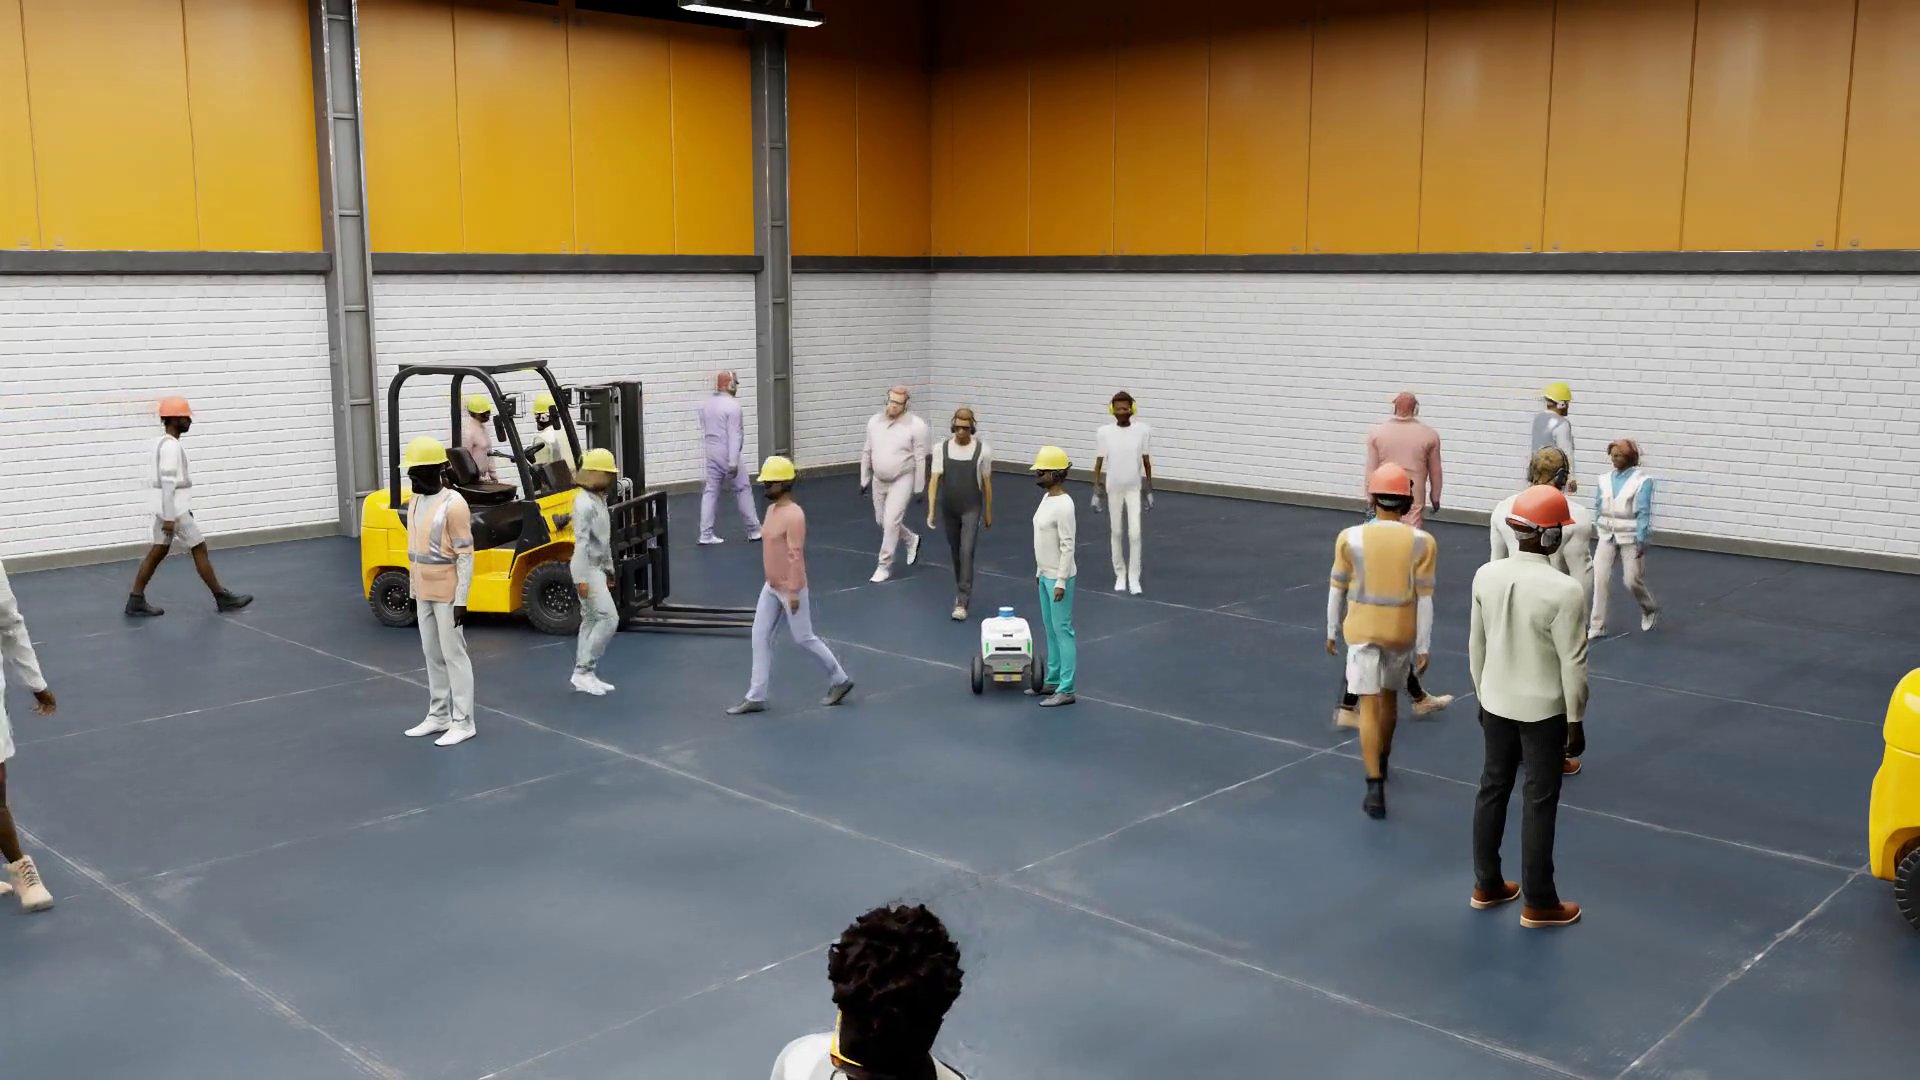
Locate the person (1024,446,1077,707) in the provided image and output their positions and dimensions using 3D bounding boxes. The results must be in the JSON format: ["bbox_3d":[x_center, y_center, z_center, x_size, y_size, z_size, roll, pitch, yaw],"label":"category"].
[{"bbox_3d":[0.624,0.242,11.267,0.315,1.770,0.524,-2,10,-14],"label":"person"}]

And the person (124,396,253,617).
[{"bbox_3d":[-6.660,-0.283,14.142,1.012,1.883,0.575,-6,11,-31],"label":"person"}]

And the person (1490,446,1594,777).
[{"bbox_3d":[3.381,0.416,9.686,0.373,1.936,0.629,-8,12,-40],"label":"person"}]

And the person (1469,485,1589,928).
[{"bbox_3d":[2.565,0.742,7.503,0.376,1.995,0.612,-6,11,-32],"label":"person"}]

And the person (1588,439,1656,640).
[{"bbox_3d":[5.303,-0.010,13.269,0.671,1.616,0.522,-7,11,-36],"label":"person"}]

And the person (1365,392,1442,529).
[{"bbox_3d":[3.992,-0.404,14.990,0.662,1.859,1.004,3,10,19],"label":"person"}]

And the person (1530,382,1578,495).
[{"bbox_3d":[5.978,-0.679,16.758,0.420,1.818,0.602,-1,9,-5],"label":"person"}]

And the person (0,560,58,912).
[{"bbox_3d":[-4.453,0.720,7.614,0.567,2.002,0.659,1,9,9],"label":"person"}]

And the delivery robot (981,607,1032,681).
[{"bbox_3d":[0.327,0.719,11.758,0.477,0.478,0.707,0,9,-1],"label":"delivery robot"}]

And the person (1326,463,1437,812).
[{"bbox_3d":[2.334,0.514,9.246,0.559,1.883,0.990,1,9,7],"label":"person"}]

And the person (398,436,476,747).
[{"bbox_3d":[-3.257,0.315,10.329,0.595,1.925,0.375,8,12,41],"label":"person"}]

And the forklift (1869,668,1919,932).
[{"bbox_3d":[5.205,0.723,7.013,2.313,2.155,1.214,9,13,43],"label":"forklift"}]

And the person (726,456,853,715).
[{"bbox_3d":[-1.122,0.291,11.072,0.852,1.731,0.530,-5,11,-30],"label":"person"}]

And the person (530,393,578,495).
[{"bbox_3d":[-3.720,-0.432,15.214,0.404,1.826,0.594,3,10,20],"label":"person"}]

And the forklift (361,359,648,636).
[{"bbox_3d":[-3.850,-0.407,13.936,2.313,2.155,1.214,2,9,11],"label":"forklift"}]

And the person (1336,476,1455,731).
[{"bbox_3d":[2.805,0.401,10.629,0.876,1.651,0.541,-1,9,-7],"label":"person"}]

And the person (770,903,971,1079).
[{"bbox_3d":[-0.181,1.537,2.854,0.651,1.924,0.661,6,11,33],"label":"person"}]

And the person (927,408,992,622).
[{"bbox_3d":[0.024,-0.247,14.254,0.509,1.791,1.026,2,10,15],"label":"person"}]

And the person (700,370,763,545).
[{"bbox_3d":[-2.435,-0.886,17.894,0.934,1.864,0.651,-9,13,-44],"label":"person"}]

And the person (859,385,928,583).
[{"bbox_3d":[-0.592,-0.561,15.875,0.682,1.867,0.839,5,11,30],"label":"person"}]

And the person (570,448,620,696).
[{"bbox_3d":[-2.523,0.226,11.478,0.408,1.725,0.502,0,9,-1],"label":"person"}]

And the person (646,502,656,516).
[{"bbox_3d":[-3.742,-0.895,18.710,0.564,1.615,0.504,-6,11,-35],"label":"person"}]

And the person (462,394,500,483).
[{"bbox_3d":[-4.940,-0.620,16.702,0.757,1.722,0.569,1,9,3],"label":"person"}]

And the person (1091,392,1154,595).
[{"bbox_3d":[1.472,-0.408,15.038,0.573,1.833,0.803,1,9,5],"label":"person"}]
